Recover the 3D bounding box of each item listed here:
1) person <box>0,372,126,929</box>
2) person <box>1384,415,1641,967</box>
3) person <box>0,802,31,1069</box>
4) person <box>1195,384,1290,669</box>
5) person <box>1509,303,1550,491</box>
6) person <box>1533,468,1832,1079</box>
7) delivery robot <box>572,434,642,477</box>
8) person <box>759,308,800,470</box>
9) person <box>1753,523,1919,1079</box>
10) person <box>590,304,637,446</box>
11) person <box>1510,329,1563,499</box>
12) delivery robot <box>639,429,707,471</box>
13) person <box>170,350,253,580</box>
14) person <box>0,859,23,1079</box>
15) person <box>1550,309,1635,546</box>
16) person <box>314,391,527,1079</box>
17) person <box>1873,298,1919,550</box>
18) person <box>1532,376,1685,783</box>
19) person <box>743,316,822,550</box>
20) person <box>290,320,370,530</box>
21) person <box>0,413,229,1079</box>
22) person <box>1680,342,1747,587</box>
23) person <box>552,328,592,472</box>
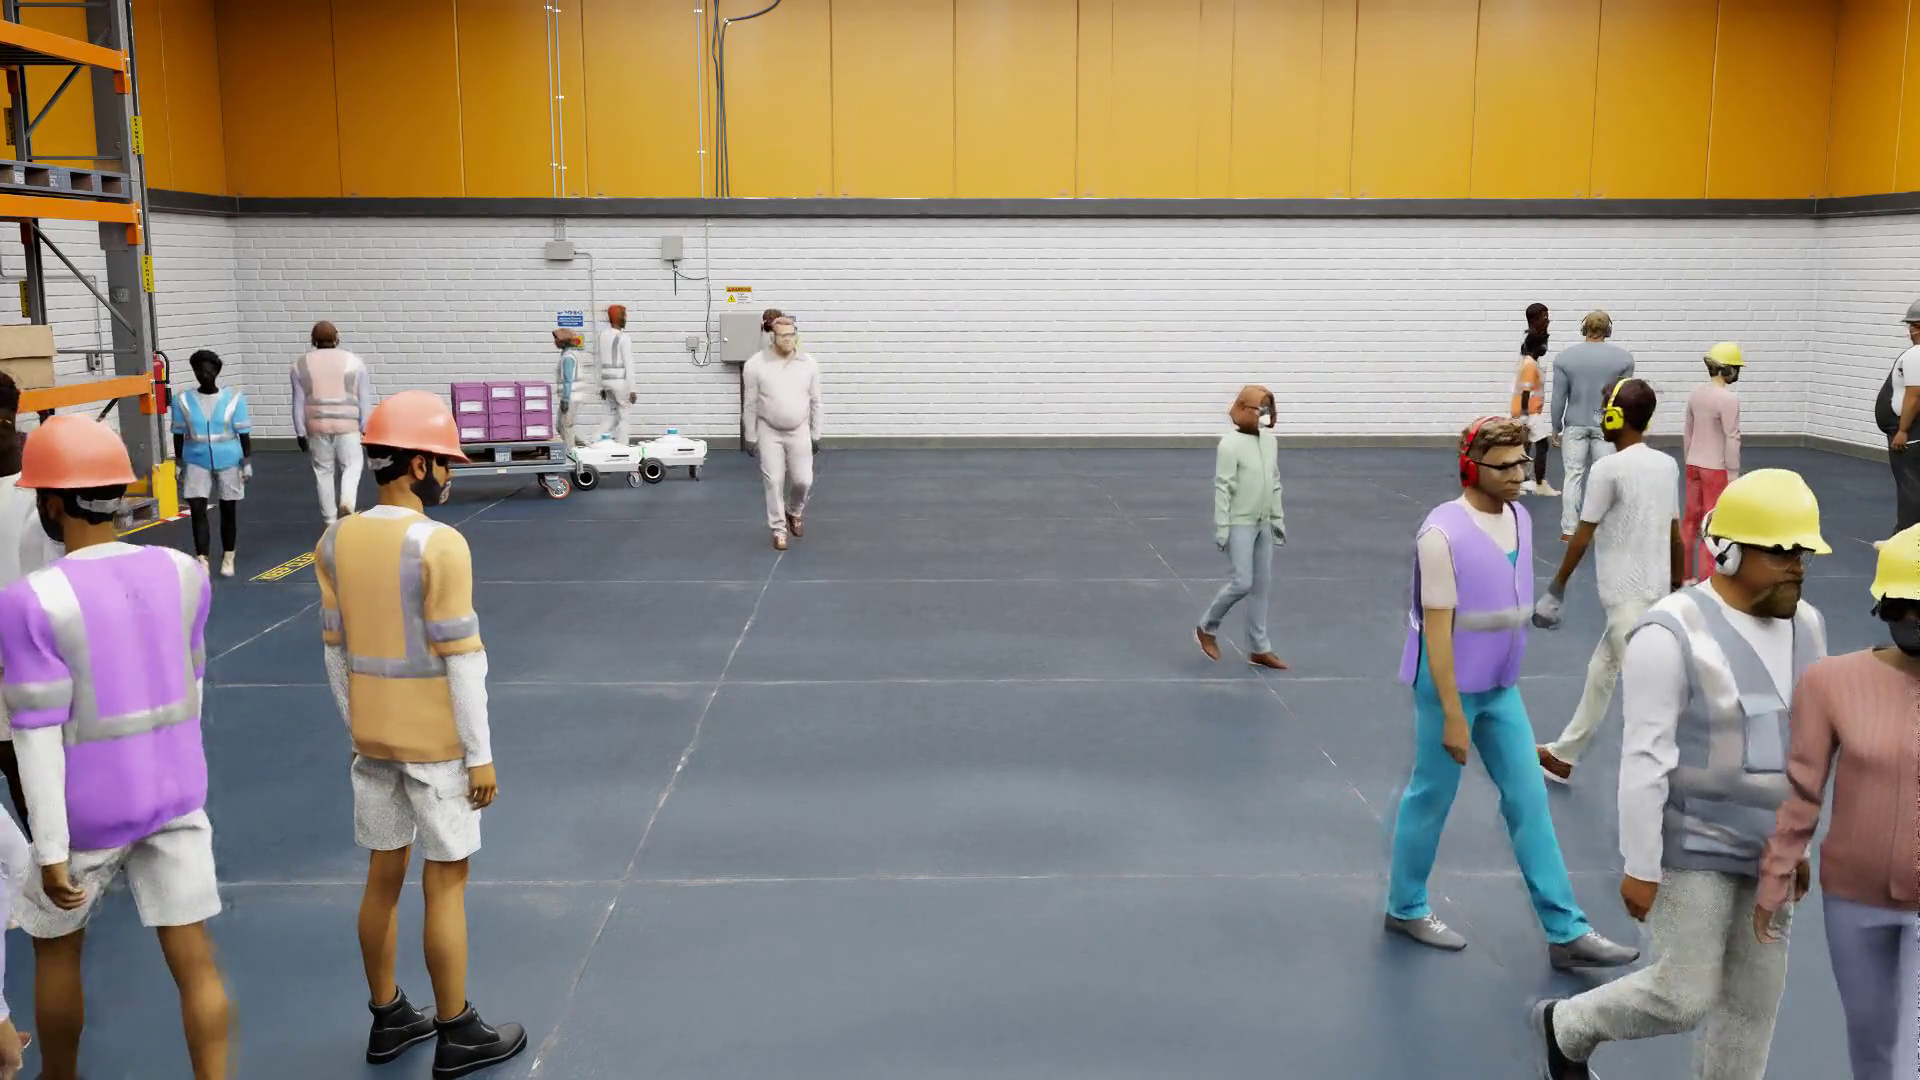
[{"bbox_3d":[-3.209,0.362,5.829,0.604,1.936,0.538,3,10,16],"label":"person"},{"bbox_3d":[1.750,0.512,5.305,0.582,1.797,0.905,-8,12,-41],"label":"person"},{"bbox_3d":[-2.814,0.600,4.613,0.544,1.853,0.393,9,13,44],"label":"person"},{"bbox_3d":[1.642,-0.074,9.437,0.482,1.625,0.507,9,13,43],"label":"person"},{"bbox_3d":[5.858,-1.471,17.115,0.393,1.917,0.591,3,10,18],"label":"person"},{"bbox_3d":[1.819,0.706,4.119,0.594,1.810,0.622,-4,10,-25],"label":"person"},{"bbox_3d":[-3.654,-0.858,17.227,0.707,0.478,0.477,-2,9,-15],"label":"delivery robot"},{"bbox_3d":[-2.046,-1.696,18.775,0.435,1.821,0.665,4,10,23],"label":"person"},{"bbox_3d":[2.100,0.809,3.742,0.554,1.713,0.930,8,12,40],"label":"person"},{"bbox_3d":[-3.952,-1.745,18.971,0.520,1.864,0.584,-9,13,-44],"label":"person"},{"bbox_3d":[5.708,-1.239,16.412,0.702,1.666,0.548,2,10,14],"label":"person"},{"bbox_3d":[-3.066,-0.948,17.784,0.707,0.478,0.477,-2,9,-13],"label":"delivery robot"},{"bbox_3d":[-5.406,-0.527,12.029,0.553,1.671,0.683,-4,10,-21],"label":"person"},{"bbox_3d":[-1.921,0.864,2.760,0.653,1.926,0.437,-8,12,-42],"label":"person"},{"bbox_3d":[5.152,-0.908,13.590,0.634,1.937,0.355,3,10,19],"label":"person"},{"bbox_3d":[-1.520,0.549,4.693,0.542,1.928,0.374,5,10,27],"label":"person"},{"bbox_3d":[7.646,-0.922,13.365,0.689,2.000,0.538,-7,12,-37],"label":"person"},{"bbox_3d":[2.730,0.236,6.960,0.522,1.816,0.959,-7,12,-38],"label":"person"},{"bbox_3d":[-1.446,-0.874,13.545,0.645,1.890,0.520,-2,10,-14],"label":"person"},{"bbox_3d":[-5.340,-0.945,14.136,0.631,1.831,0.564,-3,10,-16],"label":"person"},{"bbox_3d":[-2.170,0.639,4.190,0.852,1.908,0.555,6,11,33],"label":"person"},{"bbox_3d":[5.244,-0.490,11.562,0.330,1.765,0.533,-2,9,-10],"label":"person"},{"bbox_3d":[-4.327,-1.561,18.553,0.439,1.615,0.544,-3,10,-16],"label":"person"}]
